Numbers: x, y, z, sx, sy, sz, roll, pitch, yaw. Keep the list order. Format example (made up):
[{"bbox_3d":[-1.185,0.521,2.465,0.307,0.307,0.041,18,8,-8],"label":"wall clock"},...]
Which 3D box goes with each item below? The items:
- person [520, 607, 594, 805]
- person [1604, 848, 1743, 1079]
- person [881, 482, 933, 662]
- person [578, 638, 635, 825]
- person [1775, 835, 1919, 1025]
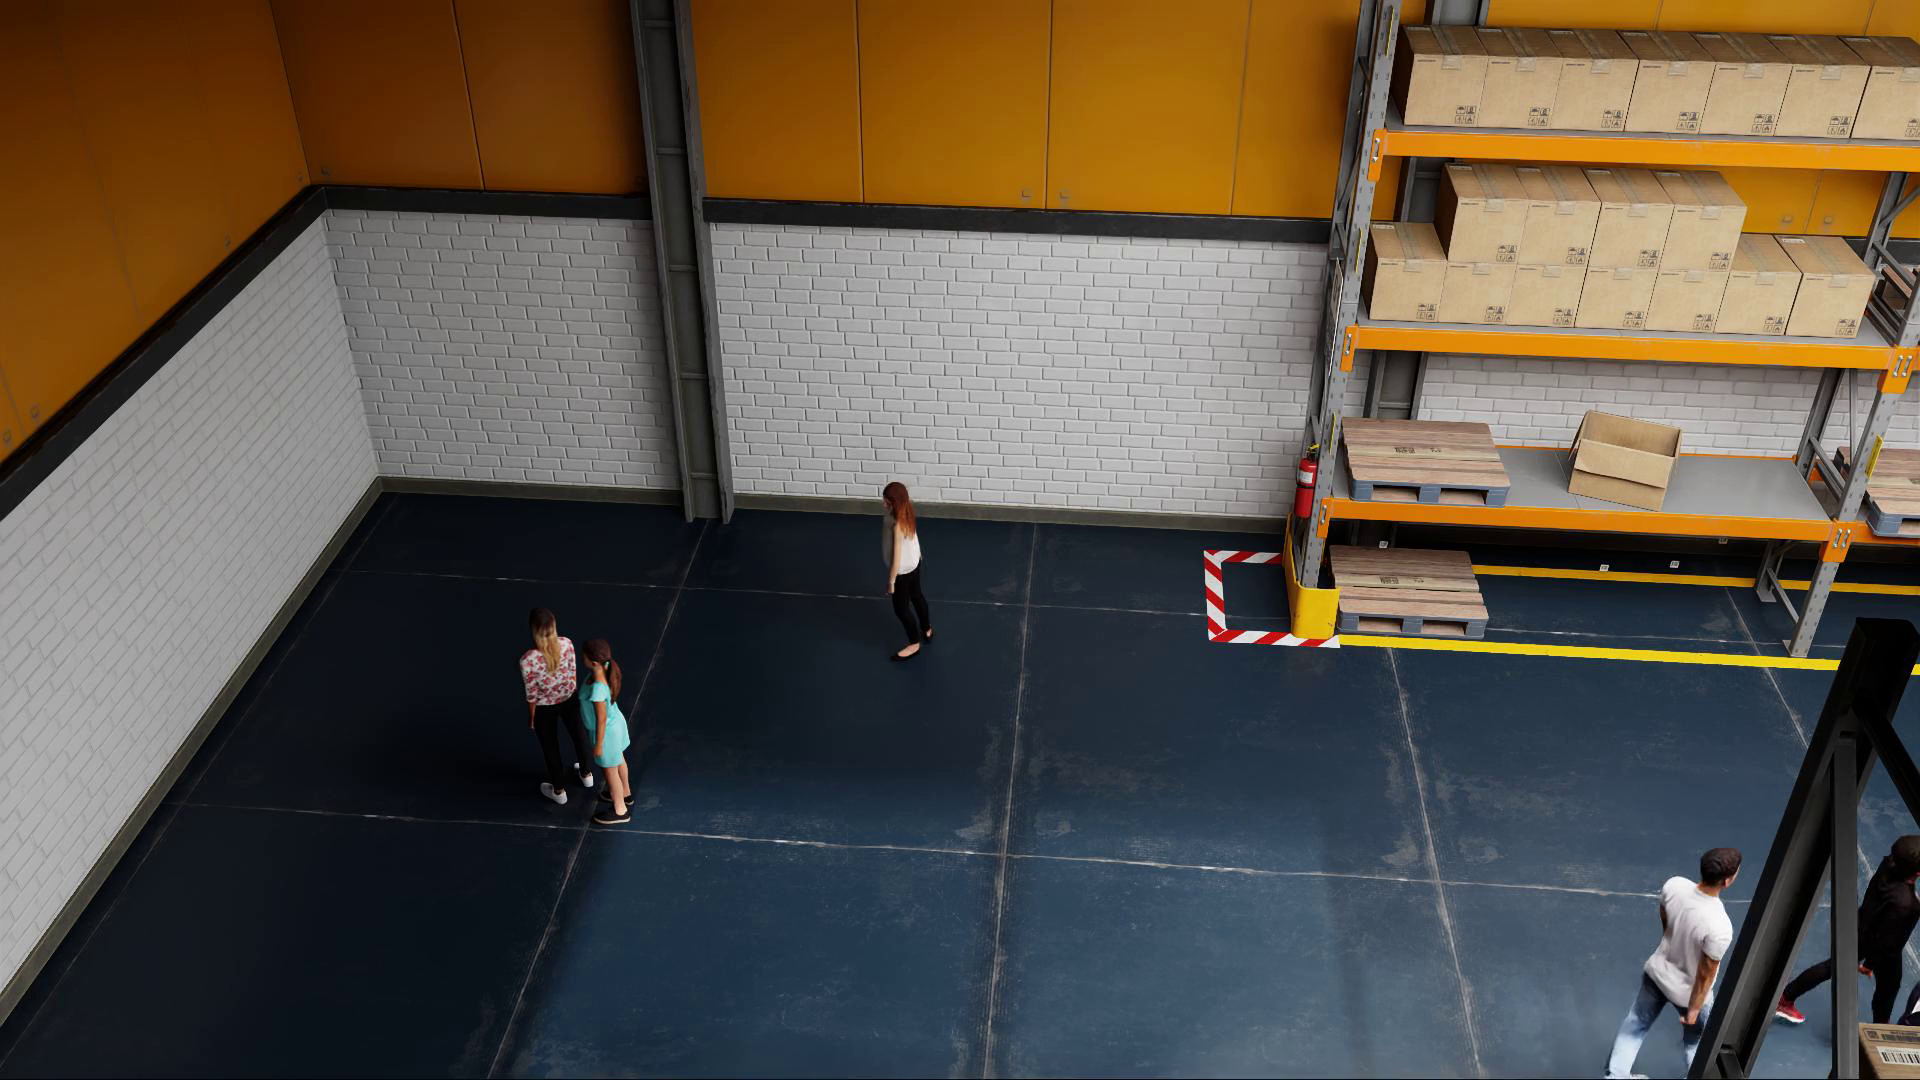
[{"bbox_3d":[-2.862,1.156,11.780,0.648,1.634,0.697,-28,43,-35],"label":"person"},{"bbox_3d":[4.038,2.536,9.534,1.195,1.821,0.966,-9,35,-14],"label":"person"},{"bbox_3d":[-0.384,0.196,13.177,0.626,1.685,0.808,13,36,19],"label":"person"},{"bbox_3d":[-2.470,1.314,11.611,0.548,1.558,0.548,1,34,2],"label":"person"},{"bbox_3d":[5.368,2.380,9.932,1.087,1.640,0.610,4,34,6],"label":"person"}]
